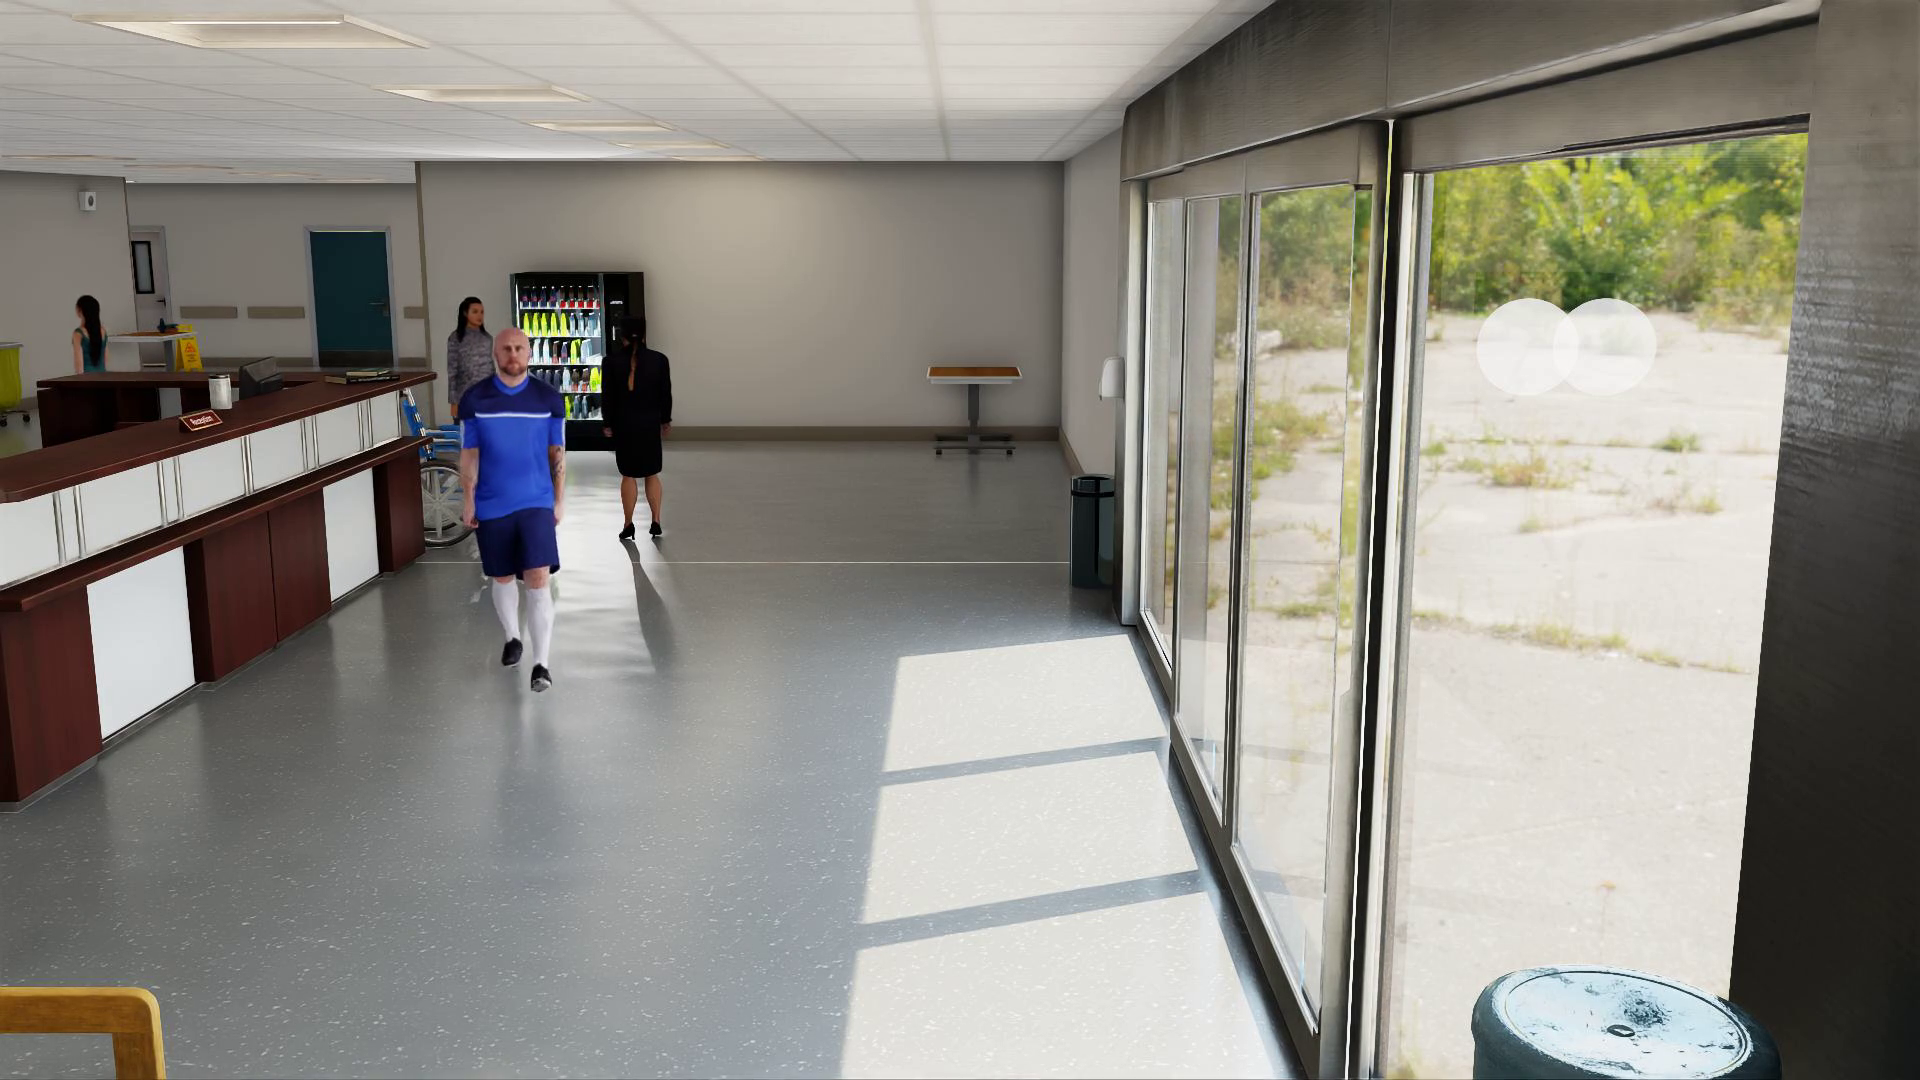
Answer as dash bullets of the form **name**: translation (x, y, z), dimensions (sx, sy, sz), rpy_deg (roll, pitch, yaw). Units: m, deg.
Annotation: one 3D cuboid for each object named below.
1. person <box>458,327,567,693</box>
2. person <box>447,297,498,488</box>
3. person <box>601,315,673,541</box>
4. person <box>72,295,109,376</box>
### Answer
- **person**: translation (-2.278, -0.153, 8.482), dimensions (1.178, 1.790, 0.893), rpy_deg (-2, 11, -11)
- **person**: translation (-4.185, -1.197, 14.173), dimensions (1.027, 1.718, 1.055), rpy_deg (-9, 14, -41)
- **person**: translation (-2.408, -0.835, 12.395), dimensions (0.700, 1.670, 0.837), rpy_deg (-4, 12, -21)
- **person**: translation (-8.035, -1.428, 15.508), dimensions (0.802, 1.674, 0.701), rpy_deg (5, 12, 23)
